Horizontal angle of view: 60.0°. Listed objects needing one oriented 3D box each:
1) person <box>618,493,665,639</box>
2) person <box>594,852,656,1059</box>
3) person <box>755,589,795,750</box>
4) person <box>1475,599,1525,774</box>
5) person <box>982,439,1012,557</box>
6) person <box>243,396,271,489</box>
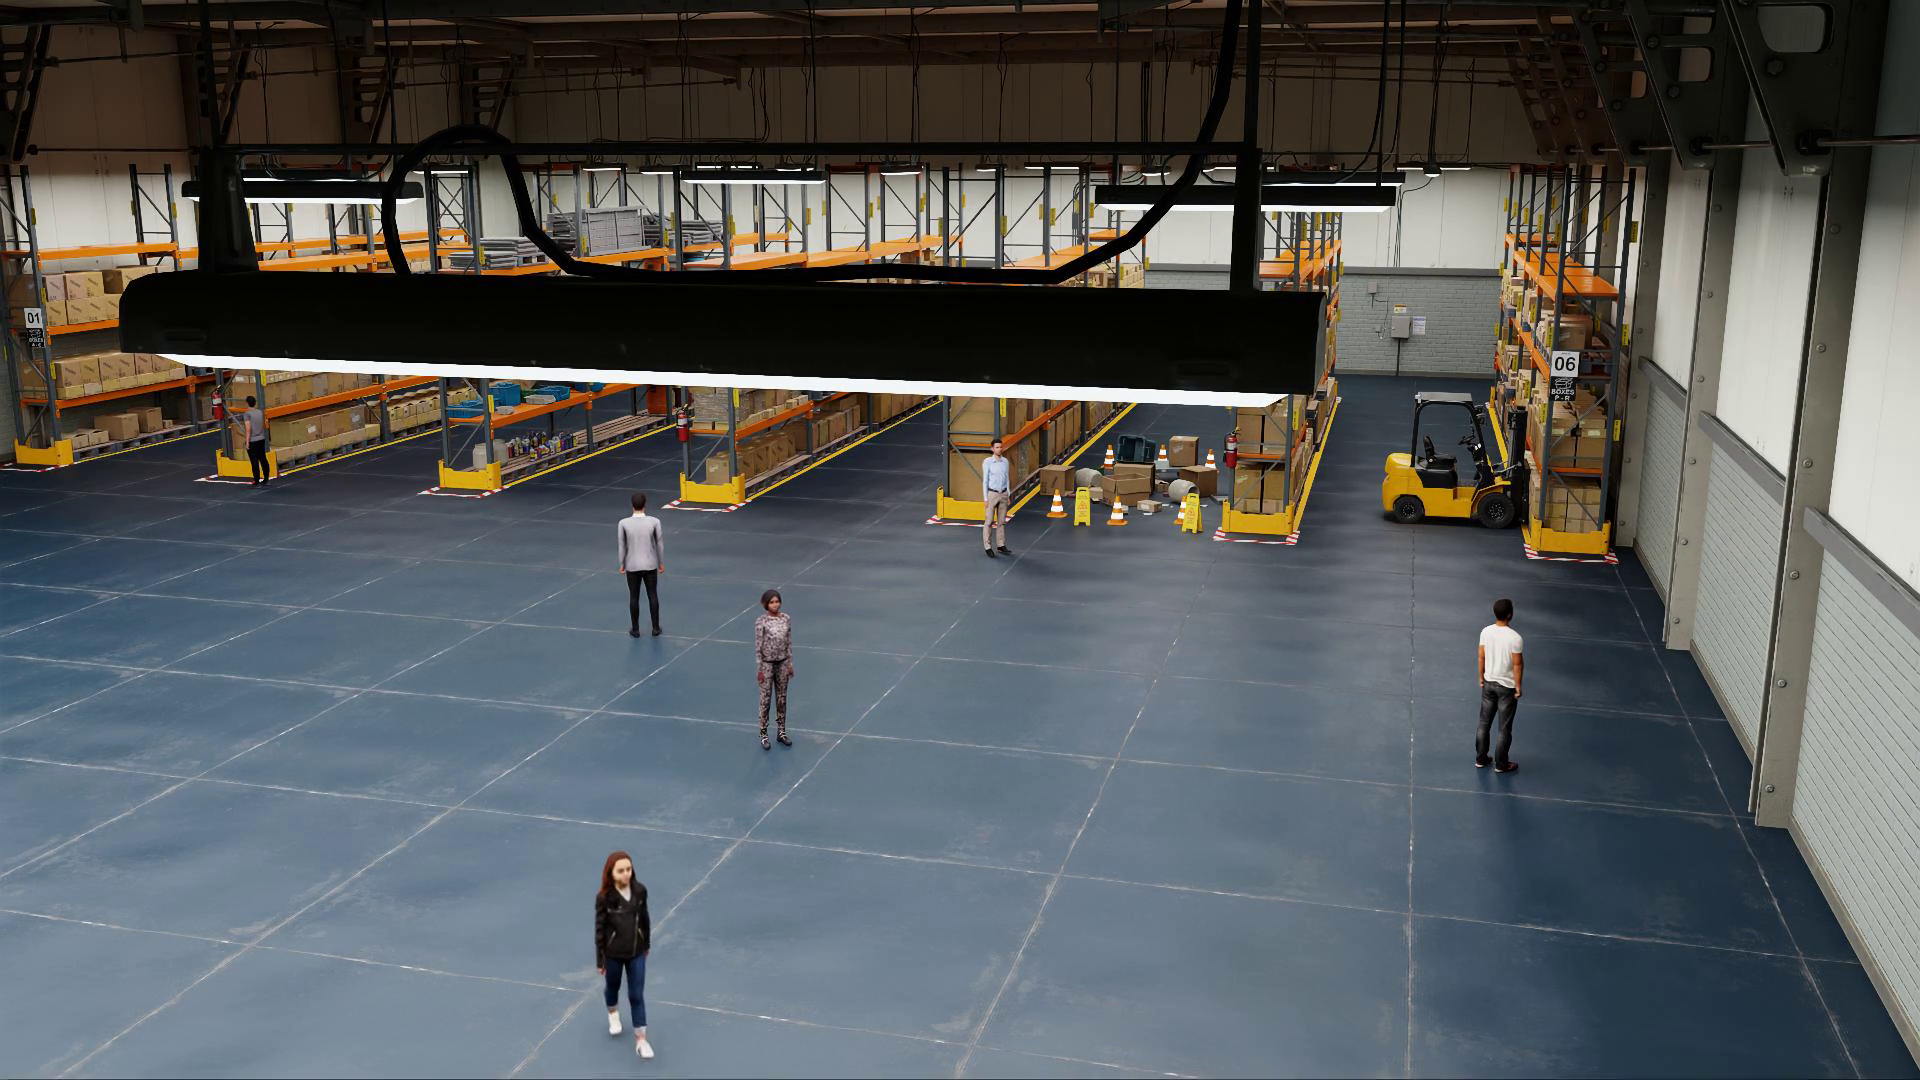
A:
[{"bbox_3d":[-4.172,0.320,21.795,0.832,1.923,0.814,-3,13,-12],"label":"person"},{"bbox_3d":[-2.411,2.888,11.772,0.972,1.443,1.048,-7,15,-28],"label":"person"},{"bbox_3d":[-1.988,1.364,17.754,0.683,1.713,0.740,-7,15,-28],"label":"person"},{"bbox_3d":[5.529,1.478,17.060,0.729,1.805,0.716,-11,17,-40],"label":"person"},{"bbox_3d":[0.578,-0.694,26.344,0.753,1.848,0.809,-7,15,-28],"label":"person"},{"bbox_3d":[-13.433,-1.886,31.698,0.686,1.754,0.494,4,14,19],"label":"person"}]
